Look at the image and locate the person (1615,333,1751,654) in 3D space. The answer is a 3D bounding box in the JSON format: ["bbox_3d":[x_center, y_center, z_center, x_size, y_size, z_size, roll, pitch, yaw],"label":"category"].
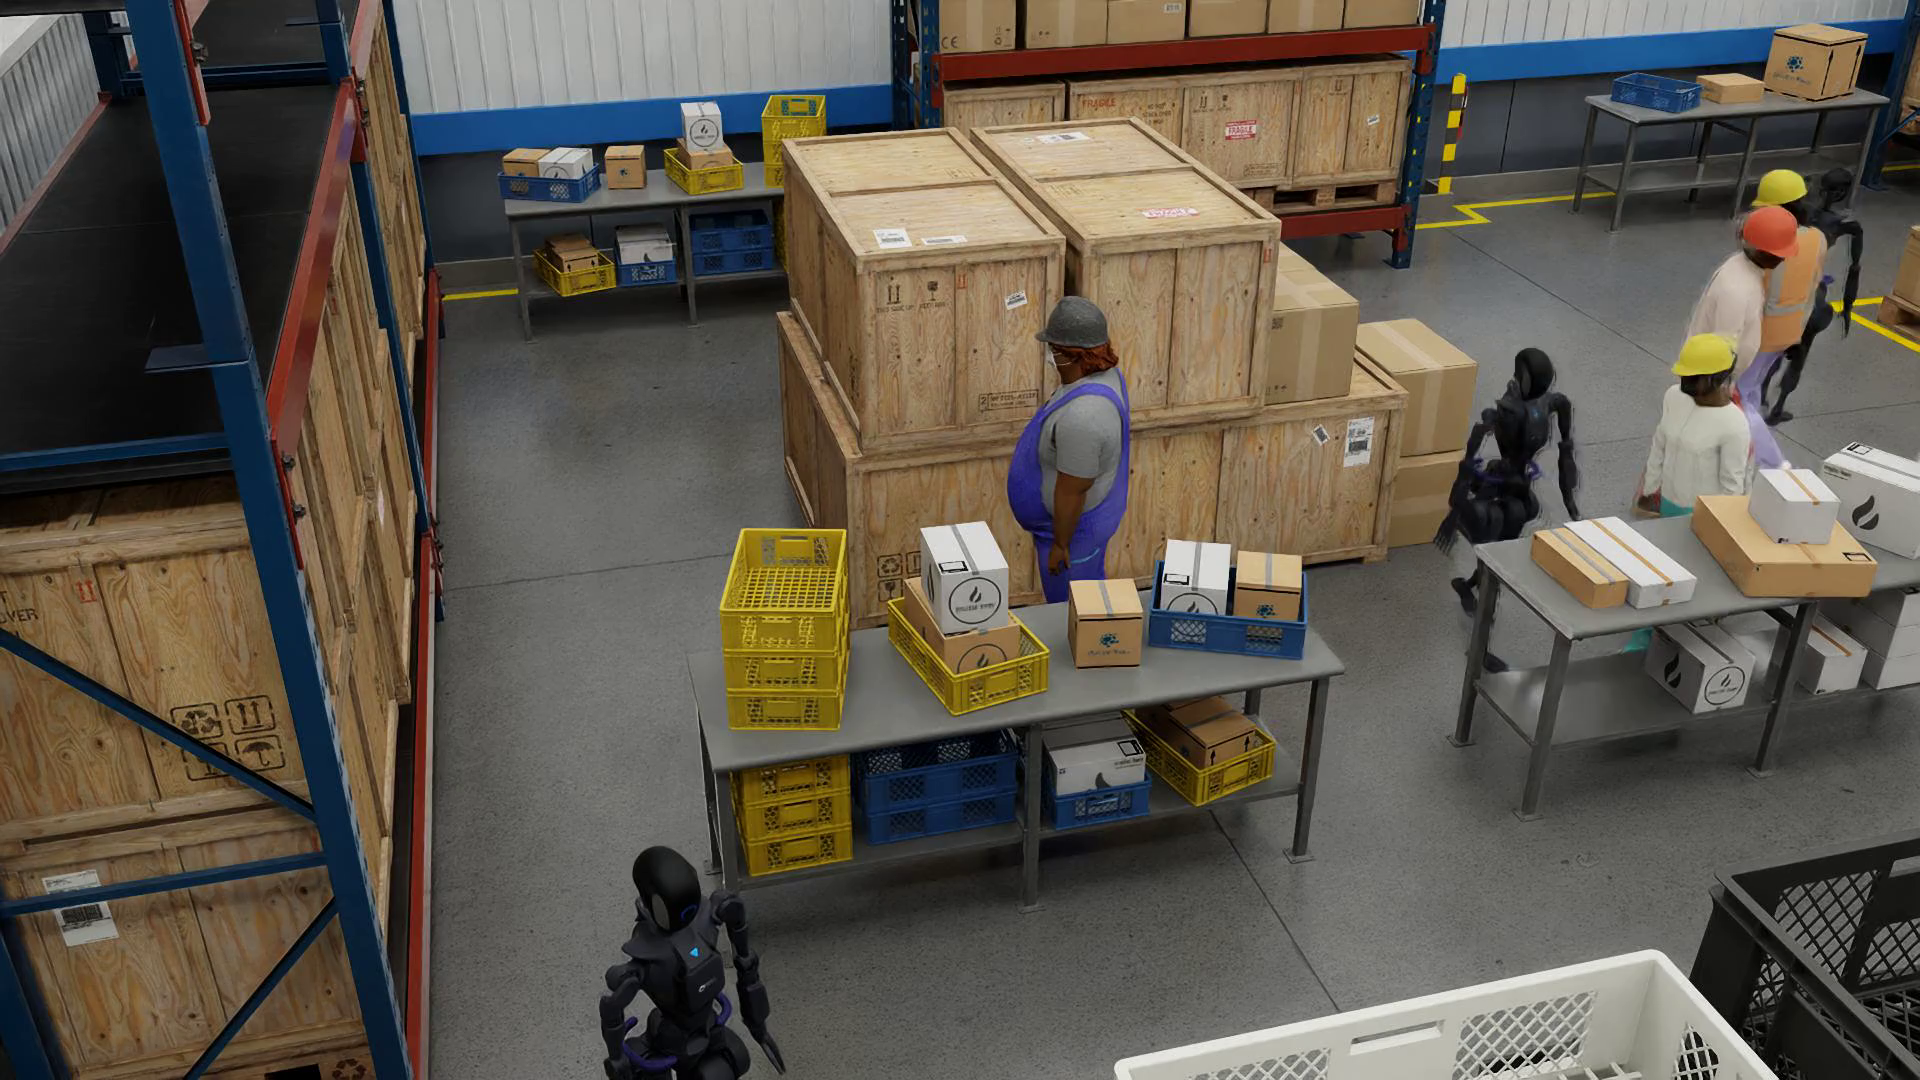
[{"bbox_3d":[3.550,-0.195,7.962,0.845,1.719,0.560,-9,30,-16],"label":"person"}]

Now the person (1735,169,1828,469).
[{"bbox_3d":[4.671,-1.162,9.553,0.597,1.891,0.709,-16,33,-27],"label":"person"}]

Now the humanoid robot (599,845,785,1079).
[{"bbox_3d":[-0.784,1.547,4.846,0.322,1.649,0.593,21,35,33],"label":"humanoid robot"}]

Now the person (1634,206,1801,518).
[{"bbox_3d":[4.135,-0.878,8.973,0.689,1.949,0.649,14,32,23],"label":"person"}]

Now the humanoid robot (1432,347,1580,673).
[{"bbox_3d":[2.620,-0.195,8.085,0.668,1.616,0.758,-13,31,-22],"label":"humanoid robot"}]

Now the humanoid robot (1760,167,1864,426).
[{"bbox_3d":[5.287,-1.528,10.430,0.387,1.641,0.615,-21,35,-33],"label":"humanoid robot"}]

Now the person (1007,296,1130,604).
[{"bbox_3d":[0.483,-0.143,7.542,0.536,2.000,0.679,7,30,13],"label":"person"}]
